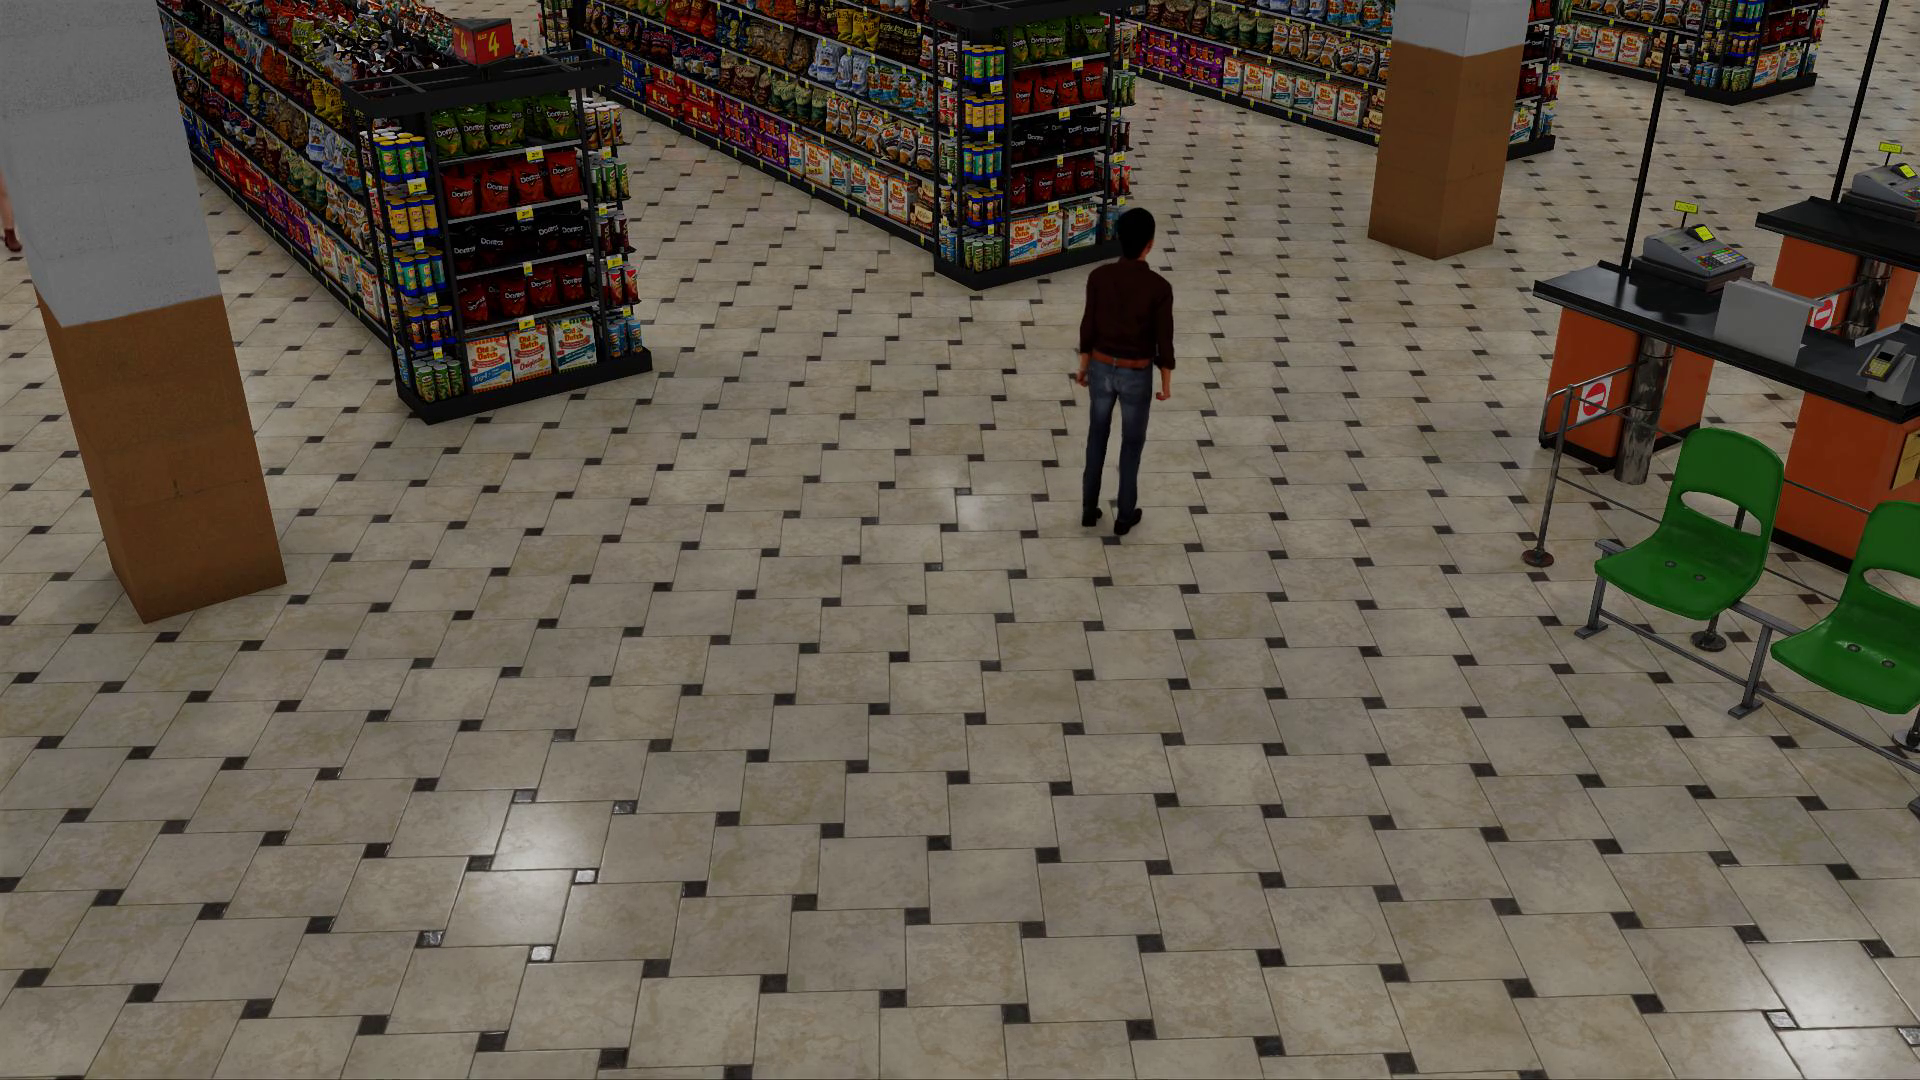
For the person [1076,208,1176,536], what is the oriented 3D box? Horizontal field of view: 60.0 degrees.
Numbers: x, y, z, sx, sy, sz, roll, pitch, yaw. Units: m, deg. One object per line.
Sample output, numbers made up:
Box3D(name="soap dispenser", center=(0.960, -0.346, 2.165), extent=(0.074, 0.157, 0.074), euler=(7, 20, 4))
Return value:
Box3D(name="person", center=(0.816, -0.845, 8.632), extent=(0.722, 1.775, 0.829), euler=(11, 30, 19))
